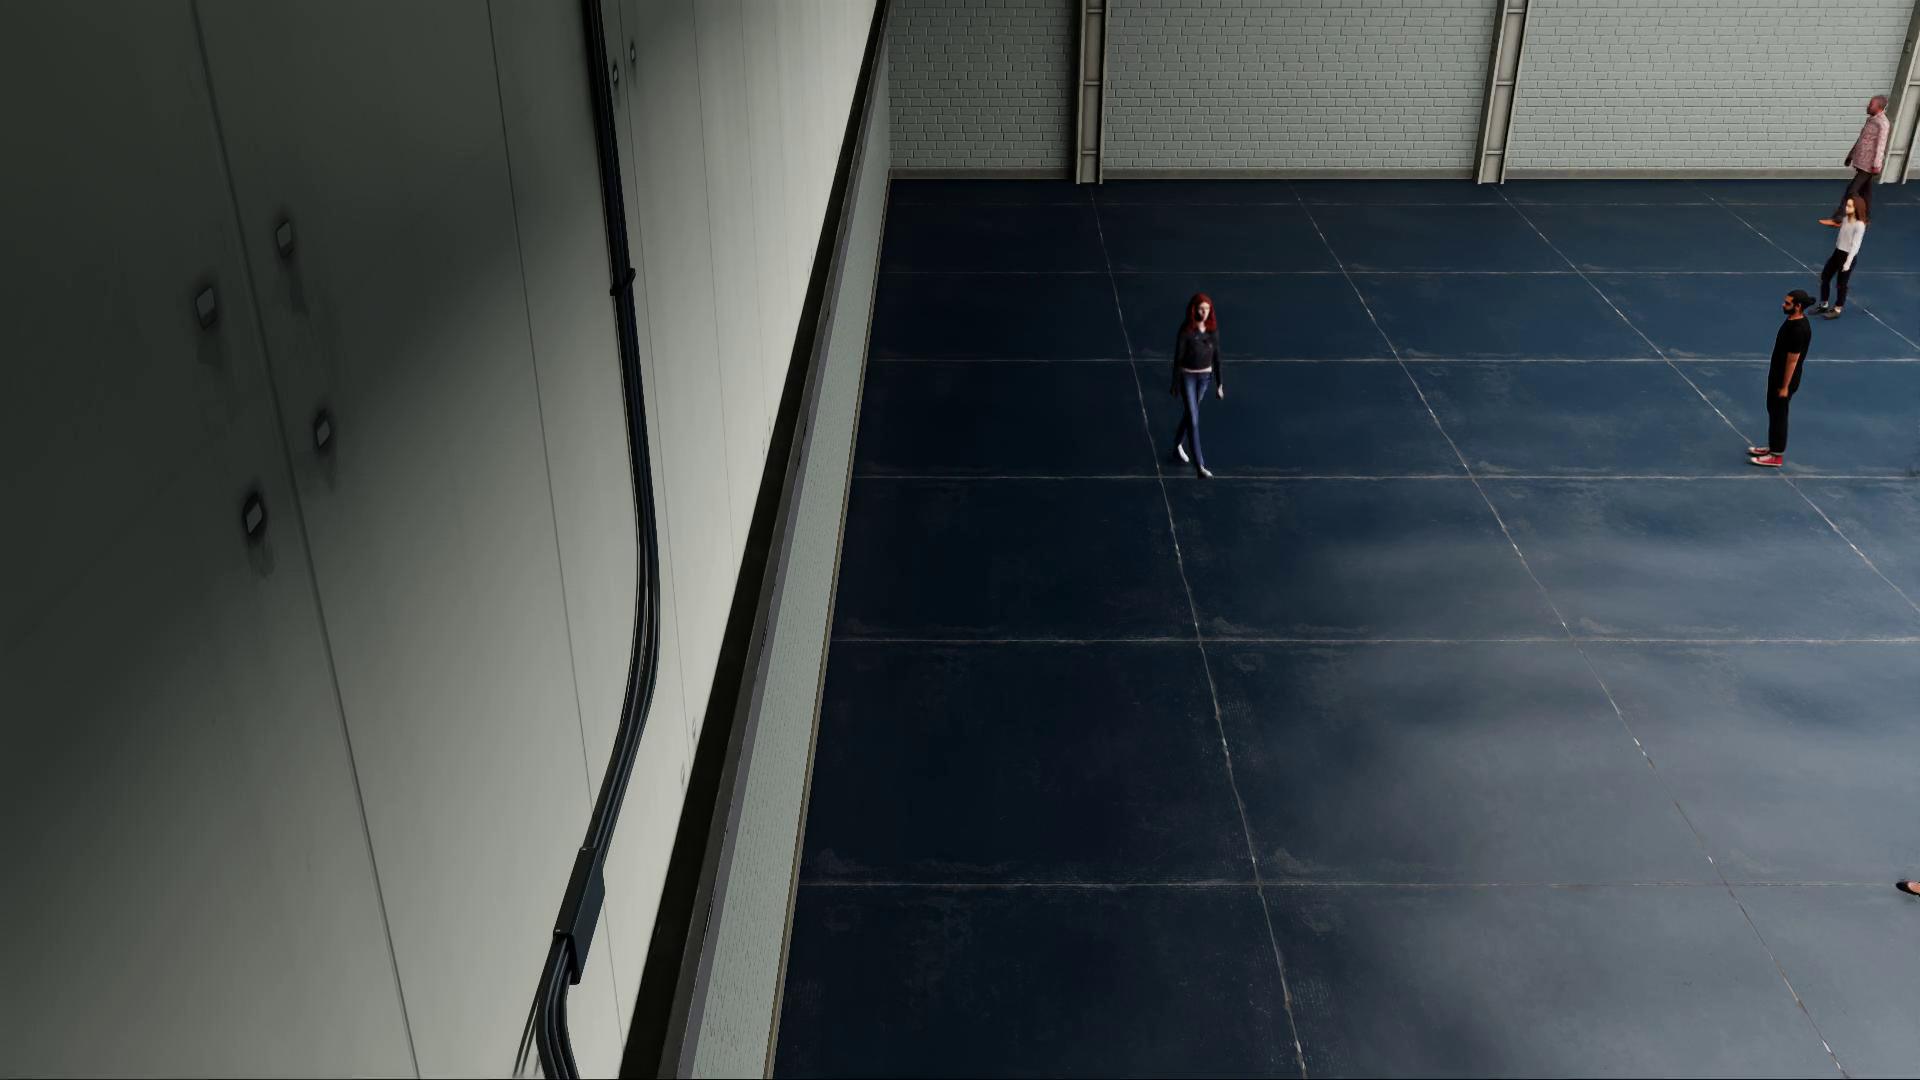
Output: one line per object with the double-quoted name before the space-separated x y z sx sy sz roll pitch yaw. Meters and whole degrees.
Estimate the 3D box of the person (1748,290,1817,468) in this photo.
"person" 7.893 -1.554 15.900 0.661 1.751 0.684 9 29 16

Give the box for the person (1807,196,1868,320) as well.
"person" 10.414 -3.300 19.473 0.645 1.474 0.620 -7 29 -14

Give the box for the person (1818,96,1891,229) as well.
"person" 12.367 -5.088 22.503 1.021 1.781 0.836 4 28 8

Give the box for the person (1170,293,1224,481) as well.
"person" 2.191 -1.511 15.815 1.139 1.754 0.916 -9 29 -16
